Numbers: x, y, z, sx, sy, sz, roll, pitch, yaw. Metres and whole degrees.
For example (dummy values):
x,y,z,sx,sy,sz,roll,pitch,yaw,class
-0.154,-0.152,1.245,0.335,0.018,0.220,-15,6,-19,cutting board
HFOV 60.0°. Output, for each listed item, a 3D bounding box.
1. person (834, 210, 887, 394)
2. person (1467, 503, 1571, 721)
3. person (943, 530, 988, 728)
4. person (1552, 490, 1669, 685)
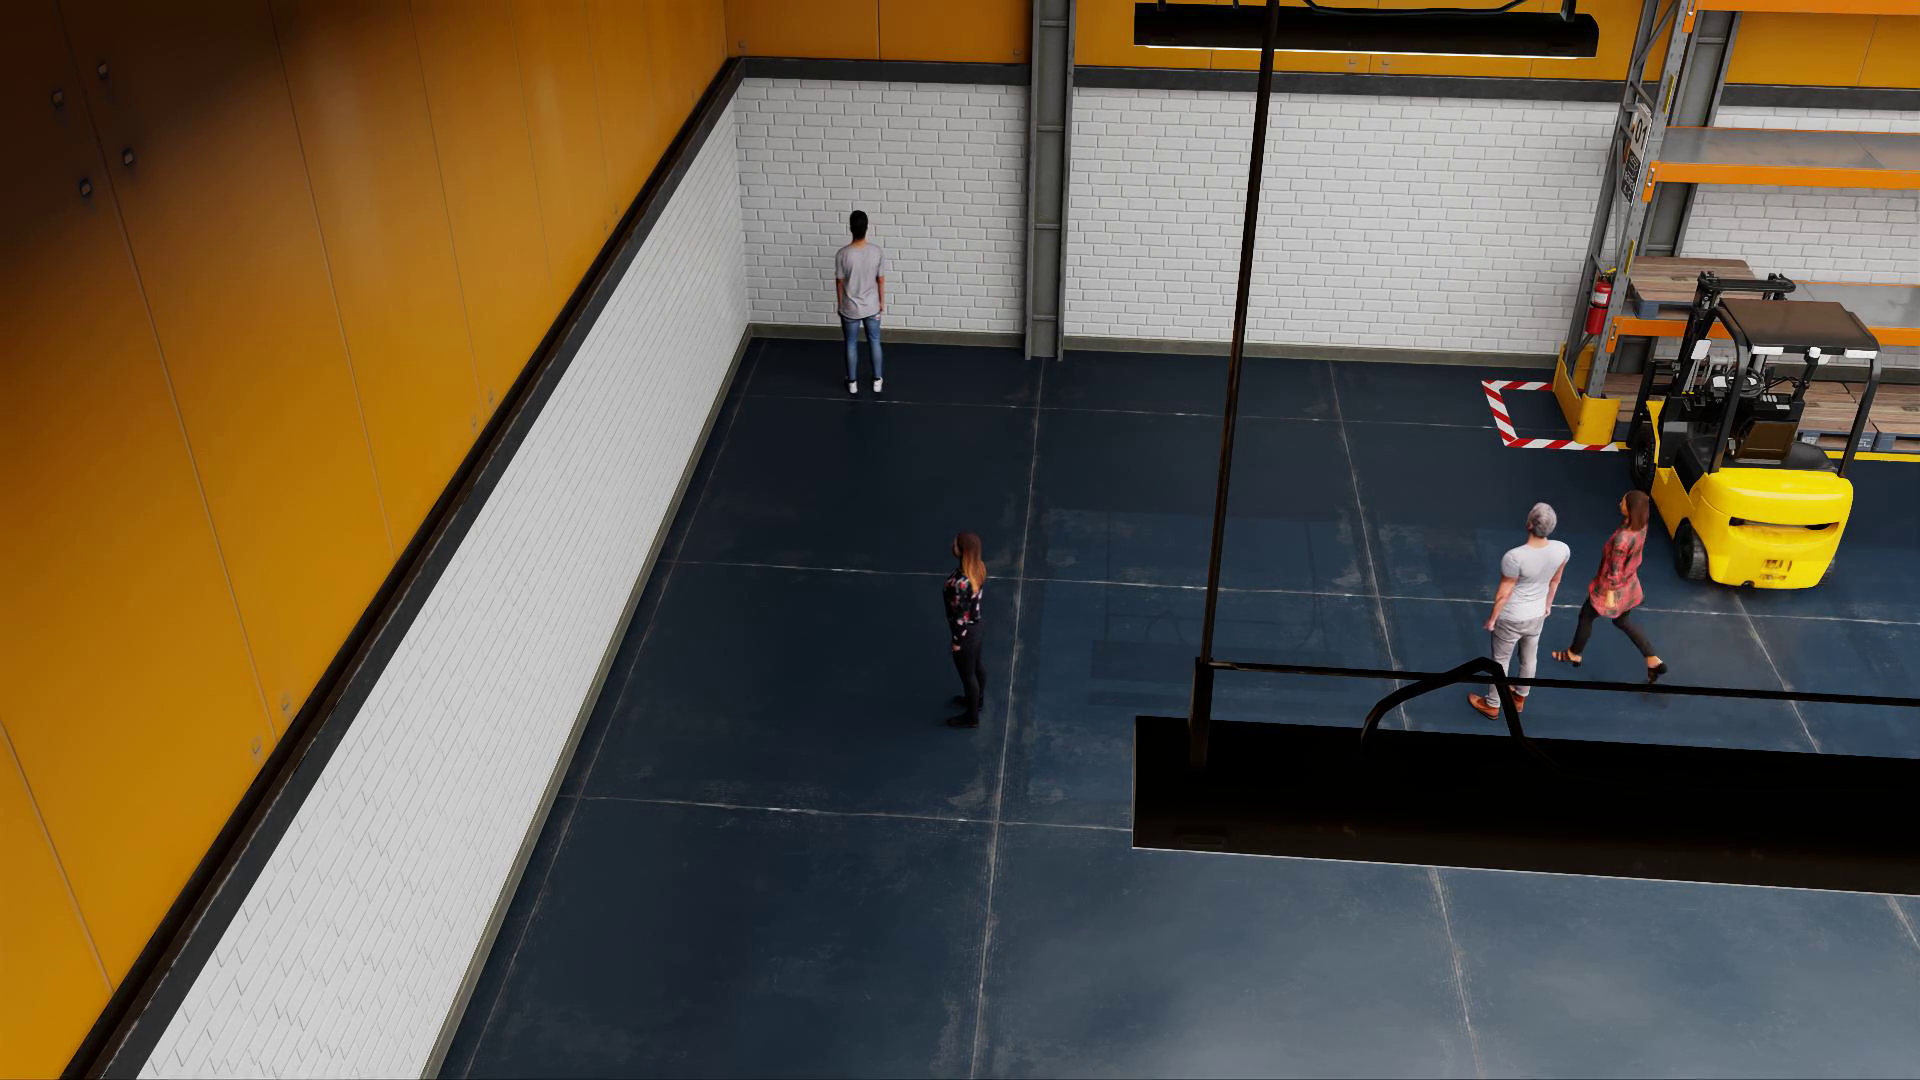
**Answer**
x,y,z,sx,sy,sz,roll,pitch,yaw,class
-0.990,-2.354,16.508,0.642,1.887,0.795,-9,35,-13,person
4.128,0.531,12.217,0.659,1.832,0.826,-11,35,-15,person
0.064,0.644,12.183,0.571,1.683,0.605,10,35,14,person
5.036,0.396,12.561,1.169,1.677,1.038,28,43,35,person
